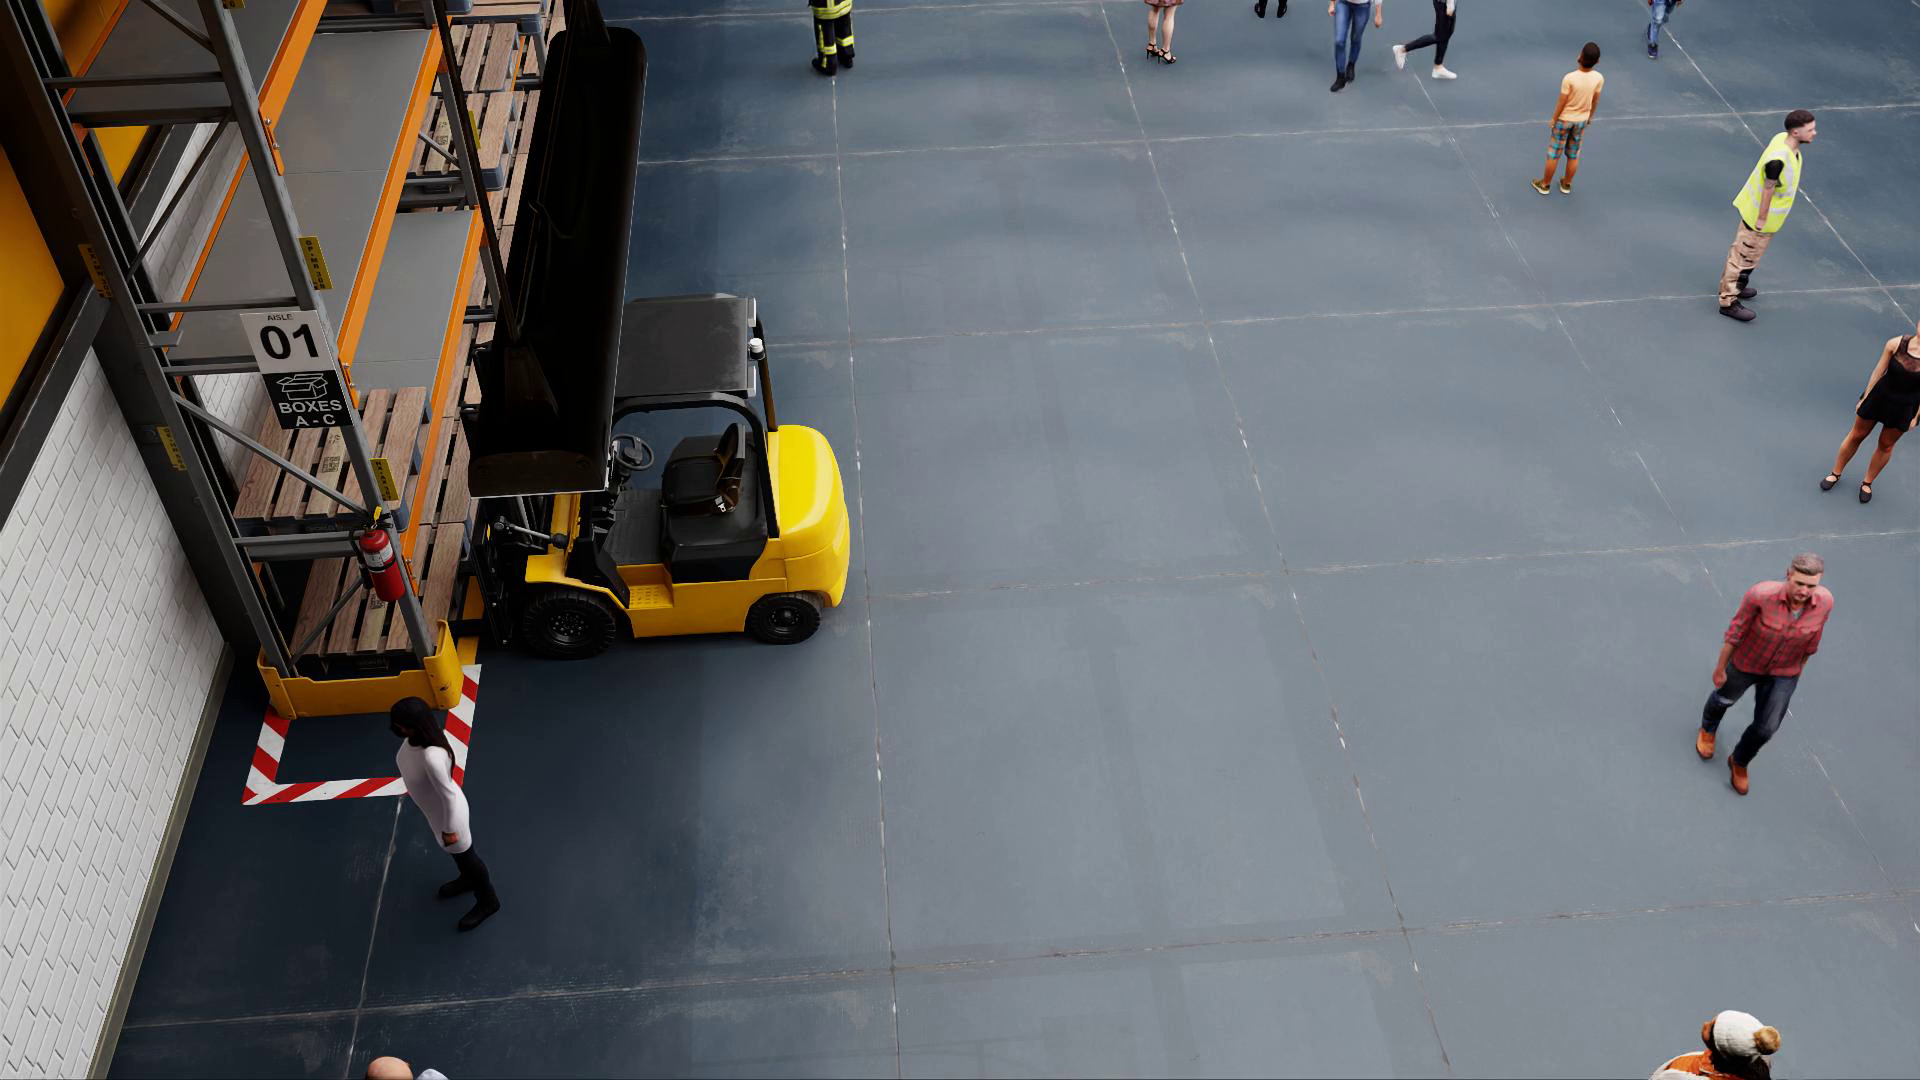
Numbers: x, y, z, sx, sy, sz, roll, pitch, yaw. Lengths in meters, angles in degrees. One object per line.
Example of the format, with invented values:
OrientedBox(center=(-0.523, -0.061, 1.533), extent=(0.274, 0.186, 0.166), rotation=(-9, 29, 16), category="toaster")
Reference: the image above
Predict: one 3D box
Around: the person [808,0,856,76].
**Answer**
OrientedBox(center=(-1.293, -5.596, 16.678), extent=(0.849, 1.822, 0.867), rotation=(-28, 50, -26), category="person")

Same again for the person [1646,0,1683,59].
OrientedBox(center=(7.309, -5.684, 17.190), extent=(0.558, 1.243, 0.869), rotation=(2, 44, 2), category="person")

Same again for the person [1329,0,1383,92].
OrientedBox(center=(3.921, -5.305, 16.536), extent=(0.905, 1.596, 0.966), rotation=(14, 45, 14), category="person")

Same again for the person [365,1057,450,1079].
OrientedBox(center=(-2.466, 2.923, 7.758), extent=(0.774, 1.791, 0.623), rotation=(10, 44, 10), category="person")

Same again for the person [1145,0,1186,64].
OrientedBox(center=(2.093, -5.684, 16.805), extent=(0.858, 1.774, 0.781), rotation=(-29, 51, -27), category="person")

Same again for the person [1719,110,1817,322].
OrientedBox(center=(6.598, -2.694, 13.614), extent=(0.899, 1.846, 0.813), rotation=(17, 46, 17), category="person")

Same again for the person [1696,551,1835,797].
OrientedBox(center=(4.856, 0.679, 10.100), extent=(0.843, 1.810, 0.907), rotation=(9, 44, 9), category="person")

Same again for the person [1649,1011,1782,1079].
OrientedBox(center=(3.491, 2.826, 7.807), extent=(1.178, 1.864, 1.114), rotation=(31, 52, 28), category="person")

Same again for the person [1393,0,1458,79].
OrientedBox(center=(4.751, -5.391, 16.565), extent=(0.873, 1.681, 0.940), rotation=(10, 45, 11), category="person")

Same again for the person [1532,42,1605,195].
OrientedBox(center=(5.547, -3.810, 15.065), extent=(0.516, 1.461, 0.484), rotation=(-2, 44, -3), category="person")

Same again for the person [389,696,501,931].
OrientedBox(center=(-2.863, 1.493, 9.248), extent=(0.751, 1.806, 0.627), rotation=(-24, 49, -23), category="person")

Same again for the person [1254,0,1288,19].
OrientedBox(center=(3.380, -6.356, 17.572), extent=(0.629, 1.688, 0.587), rotation=(3, 44, 3), category="person")

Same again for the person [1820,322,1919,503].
OrientedBox(center=(6.705, -0.988, 11.948), extent=(0.681, 1.674, 0.730), rotation=(25, 49, 24), category="person")
